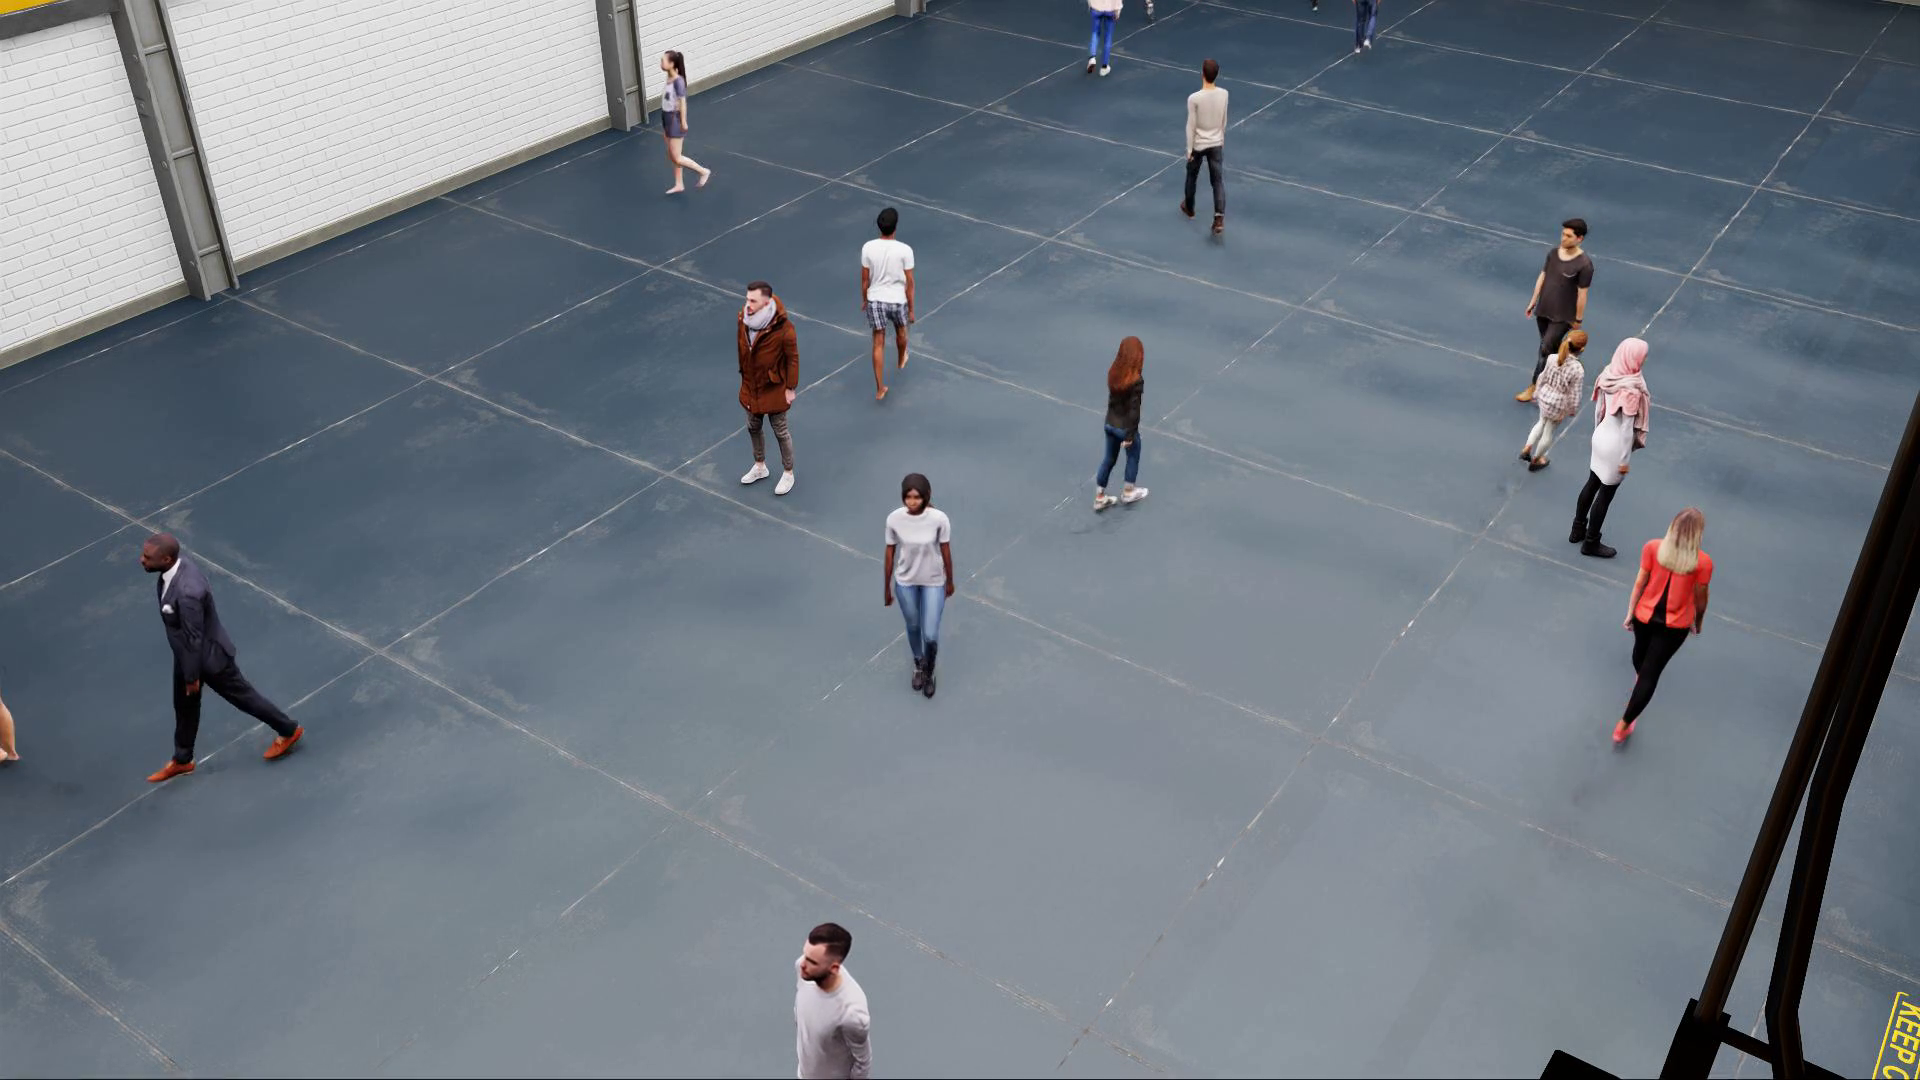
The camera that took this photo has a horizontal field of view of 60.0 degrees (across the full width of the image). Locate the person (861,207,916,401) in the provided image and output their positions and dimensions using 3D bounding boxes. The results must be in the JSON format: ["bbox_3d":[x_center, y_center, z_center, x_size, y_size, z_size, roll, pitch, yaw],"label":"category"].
[{"bbox_3d":[-0.663,-2.053,14.747,0.995,1.681,1.216,4,34,7],"label":"person"}]

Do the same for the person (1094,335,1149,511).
[{"bbox_3d":[1.241,-0.884,13.198,0.782,1.448,0.676,-19,38,-26],"label":"person"}]

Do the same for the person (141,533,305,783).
[{"bbox_3d":[-4.679,0.712,10.492,1.311,1.785,1.011,-21,39,-29],"label":"person"}]

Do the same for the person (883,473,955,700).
[{"bbox_3d":[-0.258,0.261,11.238,0.731,1.709,0.771,5,34,8],"label":"person"}]

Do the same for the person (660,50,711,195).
[{"bbox_3d":[-3.140,-4.706,18.779,0.880,1.635,0.795,-13,36,-19],"label":"person"}]

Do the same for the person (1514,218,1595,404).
[{"bbox_3d":[5.354,-2.076,14.769,1.144,1.695,0.924,-16,37,-23],"label":"person"}]

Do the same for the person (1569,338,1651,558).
[{"bbox_3d":[4.934,-0.706,12.608,0.800,1.805,0.733,-4,34,-6],"label":"person"}]

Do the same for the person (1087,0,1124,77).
[{"bbox_3d":[1.890,-7.025,22.161,0.784,1.752,0.918,11,35,16],"label":"person"}]

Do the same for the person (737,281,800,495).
[{"bbox_3d":[-1.557,-1.239,13.381,0.730,1.837,0.712,17,37,24],"label":"person"}]

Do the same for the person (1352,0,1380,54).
[{"bbox_3d":[5.668,-7.558,23.143,0.638,1.555,0.704,7,34,11],"label":"person"}]

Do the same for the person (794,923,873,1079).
[{"bbox_3d":[-0.606,2.474,7.792,0.675,1.841,0.743,-24,40,-31],"label":"person"}]

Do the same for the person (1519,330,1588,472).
[{"bbox_3d":[4.854,-1.114,13.685,0.655,1.291,0.619,-23,40,-31],"label":"person"}]

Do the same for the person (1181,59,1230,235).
[{"bbox_3d":[2.681,-4.173,17.798,1.189,1.833,1.243,-6,34,-9],"label":"person"}]

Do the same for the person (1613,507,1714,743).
[{"bbox_3d":[4.529,0.584,10.815,0.598,1.641,1.132,21,39,29],"label":"person"}]
